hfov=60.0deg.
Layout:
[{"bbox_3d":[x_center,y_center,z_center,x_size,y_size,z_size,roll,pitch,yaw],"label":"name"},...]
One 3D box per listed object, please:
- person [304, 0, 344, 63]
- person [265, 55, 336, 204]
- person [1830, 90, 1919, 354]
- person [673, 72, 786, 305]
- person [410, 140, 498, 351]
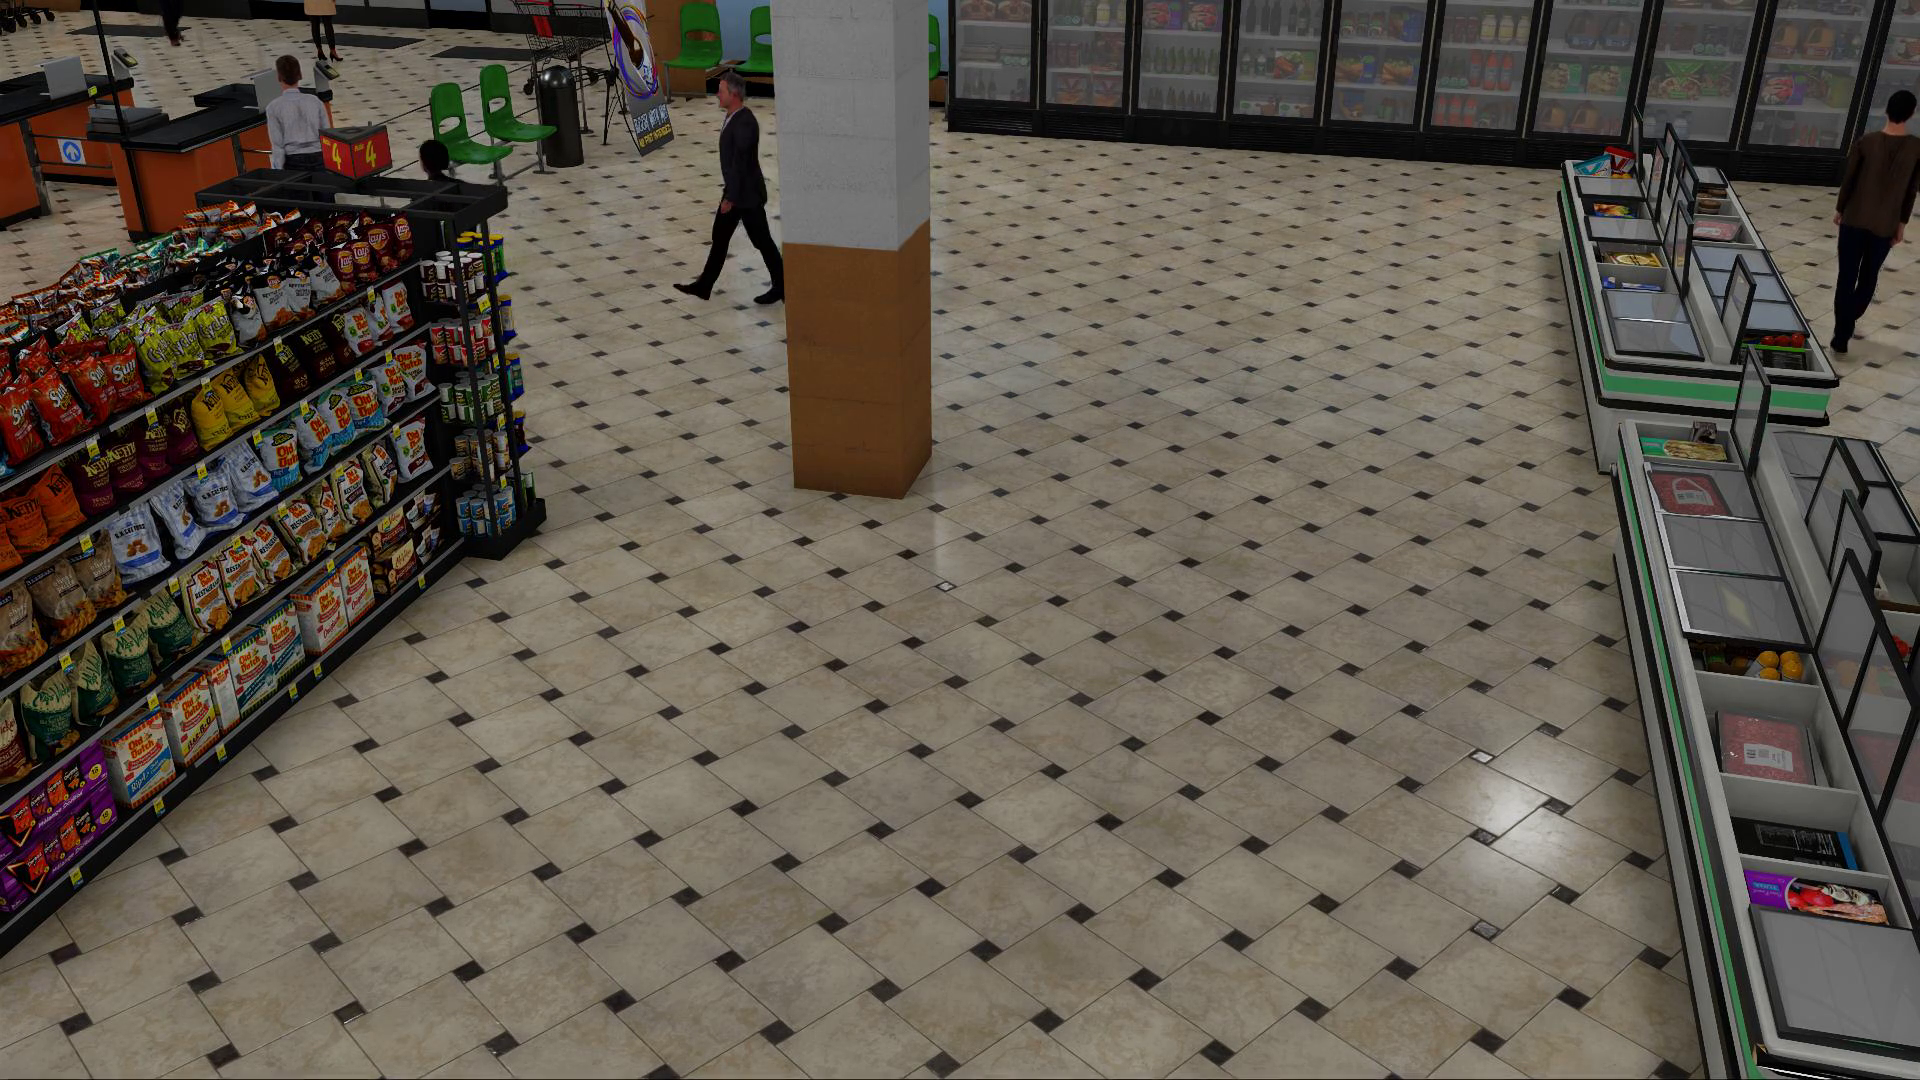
[{"bbox_3d":[-8.434,-7.149,21.834,0.635,1.682,0.512,7,28,14],"label":"person"},{"bbox_3d":[-5.331,-3.019,13.539,0.709,1.819,0.798,-19,32,-32],"label":"person"},{"bbox_3d":[6.555,-2.244,11.992,0.690,1.835,1.170,9,28,17],"label":"person"},{"bbox_3d":[-1.602,-2.686,12.904,1.170,1.799,1.224,-8,28,-15],"label":"person"},{"bbox_3d":[-3.283,-1.677,10.899,0.979,1.812,1.047,24,35,39],"label":"person"}]
